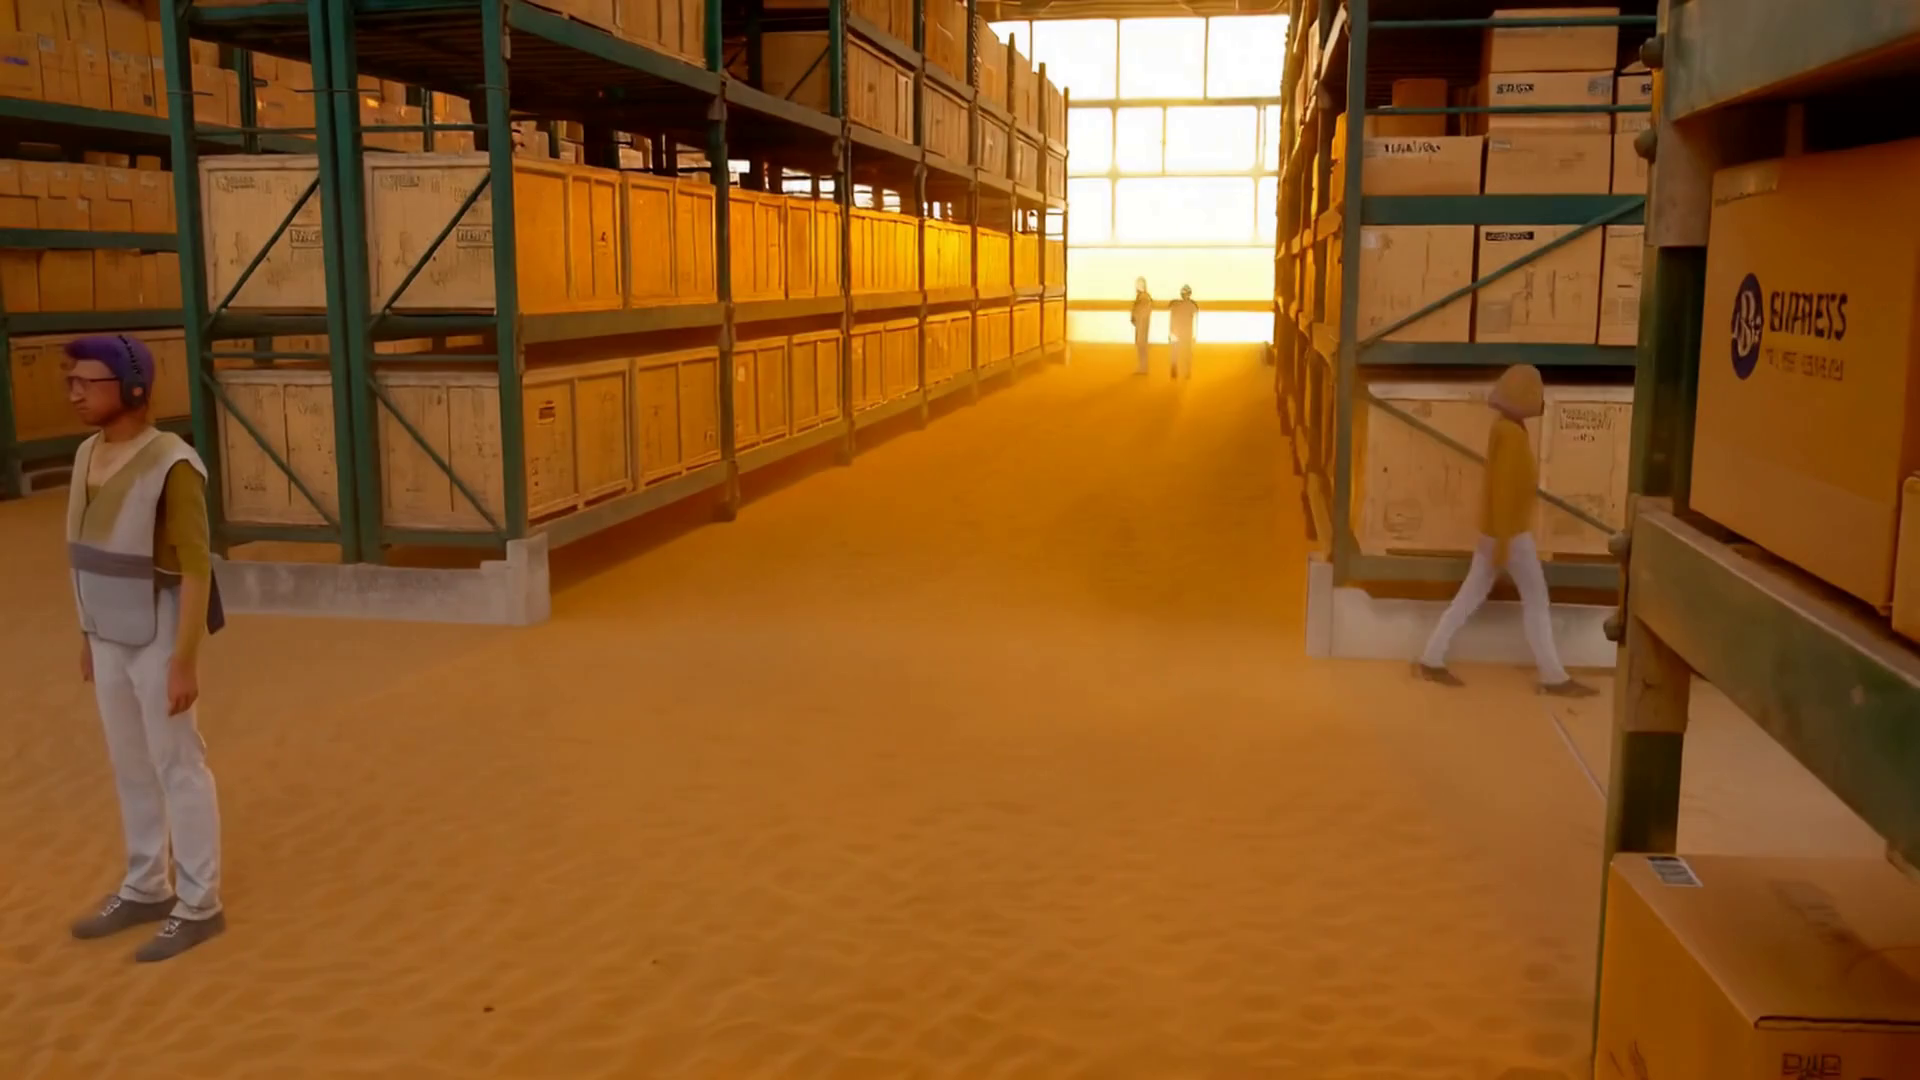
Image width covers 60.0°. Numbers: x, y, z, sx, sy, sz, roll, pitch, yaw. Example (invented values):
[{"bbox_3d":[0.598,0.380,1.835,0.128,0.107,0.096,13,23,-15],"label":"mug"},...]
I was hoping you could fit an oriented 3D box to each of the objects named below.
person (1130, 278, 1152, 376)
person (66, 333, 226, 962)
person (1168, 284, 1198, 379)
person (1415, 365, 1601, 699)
[{"bbox_3d":[3.532,-4.172,32.586,0.407,1.908,0.641,3,10,16],"label":"person"},{"bbox_3d":[-2.426,0.310,4.962,0.563,1.847,0.390,6,11,33],"label":"person"},{"bbox_3d":[4.184,-3.913,31.289,0.595,1.808,0.725,3,10,17],"label":"person"},{"bbox_3d":[2.607,-0.039,7.928,0.841,1.589,0.512,2,9,10],"label":"person"}]
